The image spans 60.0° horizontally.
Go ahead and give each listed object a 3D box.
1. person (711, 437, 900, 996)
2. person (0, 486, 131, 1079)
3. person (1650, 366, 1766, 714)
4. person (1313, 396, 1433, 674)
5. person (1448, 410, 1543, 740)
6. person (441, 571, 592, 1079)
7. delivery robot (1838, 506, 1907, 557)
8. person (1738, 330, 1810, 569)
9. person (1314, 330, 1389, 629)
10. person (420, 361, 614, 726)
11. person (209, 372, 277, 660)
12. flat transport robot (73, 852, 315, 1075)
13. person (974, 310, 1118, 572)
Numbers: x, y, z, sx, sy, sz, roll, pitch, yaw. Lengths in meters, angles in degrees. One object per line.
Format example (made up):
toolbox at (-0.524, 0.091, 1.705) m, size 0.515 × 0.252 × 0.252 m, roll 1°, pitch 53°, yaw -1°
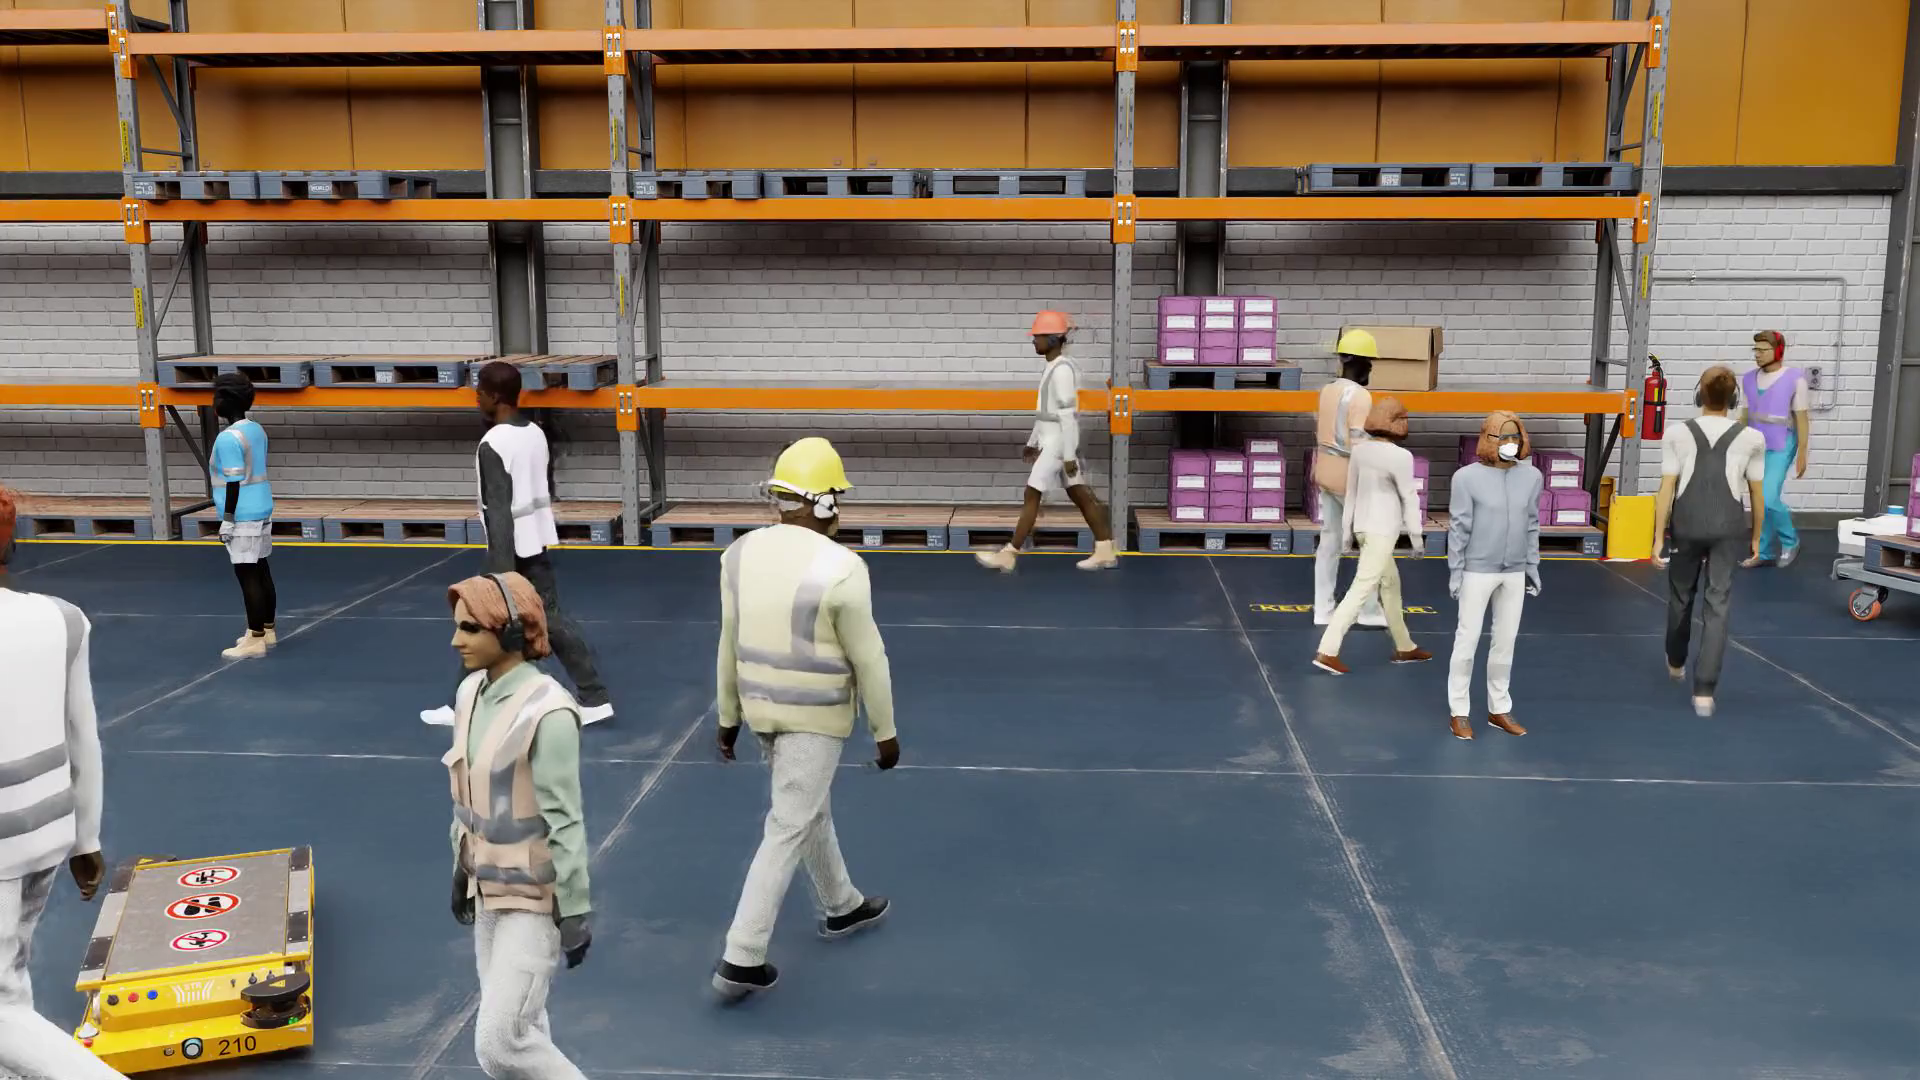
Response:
person at (-0.535, 0.564, 5.477) m, size 0.609 × 1.792 × 0.911 m, roll 8°, pitch 13°, yaw 39°
person at (-2.312, 0.766, 4.105) m, size 0.793 × 1.855 × 0.575 m, roll 2°, pitch 10°, yaw 12°
person at (4.011, -0.030, 8.928) m, size 0.540 × 1.793 × 0.961 m, roll 4°, pitch 11°, yaw 24°
person at (2.380, -0.030, 9.548) m, size 0.869 × 1.591 × 0.505 m, roll -3°, pitch 10°, yaw -19°
person at (2.644, 0.170, 8.233) m, size 0.507 × 1.632 × 0.274 m, roll -2°, pitch 10°, yaw -14°
person at (-1.104, 0.879, 4.096) m, size 0.371 × 1.624 × 0.541 m, roll -8°, pitch 13°, yaw -39°
delivery robot at (6.819, -0.008, 12.157) m, size 0.477 × 0.478 × 0.707 m, roll -6°, pitch 11°, yaw -31°
person at (6.128, -0.664, 12.560) m, size 0.440 × 1.826 × 0.581 m, roll -3°, pitch 10°, yaw -17°
person at (2.560, -0.375, 10.598) m, size 0.652 × 1.908 × 0.621 m, roll -3°, pitch 10°, yaw -15°
person at (-2.217, 0.039, 8.341) m, size 1.014 × 1.872 × 0.611 m, roll 2°, pitch 10°, yaw 12°
person at (-4.264, -0.145, 9.889) m, size 0.318 × 1.699 × 0.535 m, roll -1°, pitch 10°, yaw -6°
flat transport robot at (-2.479, 1.322, 5.471) m, size 0.652 × 0.197 × 1.431 m, roll -4°, pitch 10°, yaw -20°
person at (0.698, -0.726, 12.480) m, size 1.102 × 1.987 × 0.613 m, roll 1°, pitch 10°, yaw 3°
